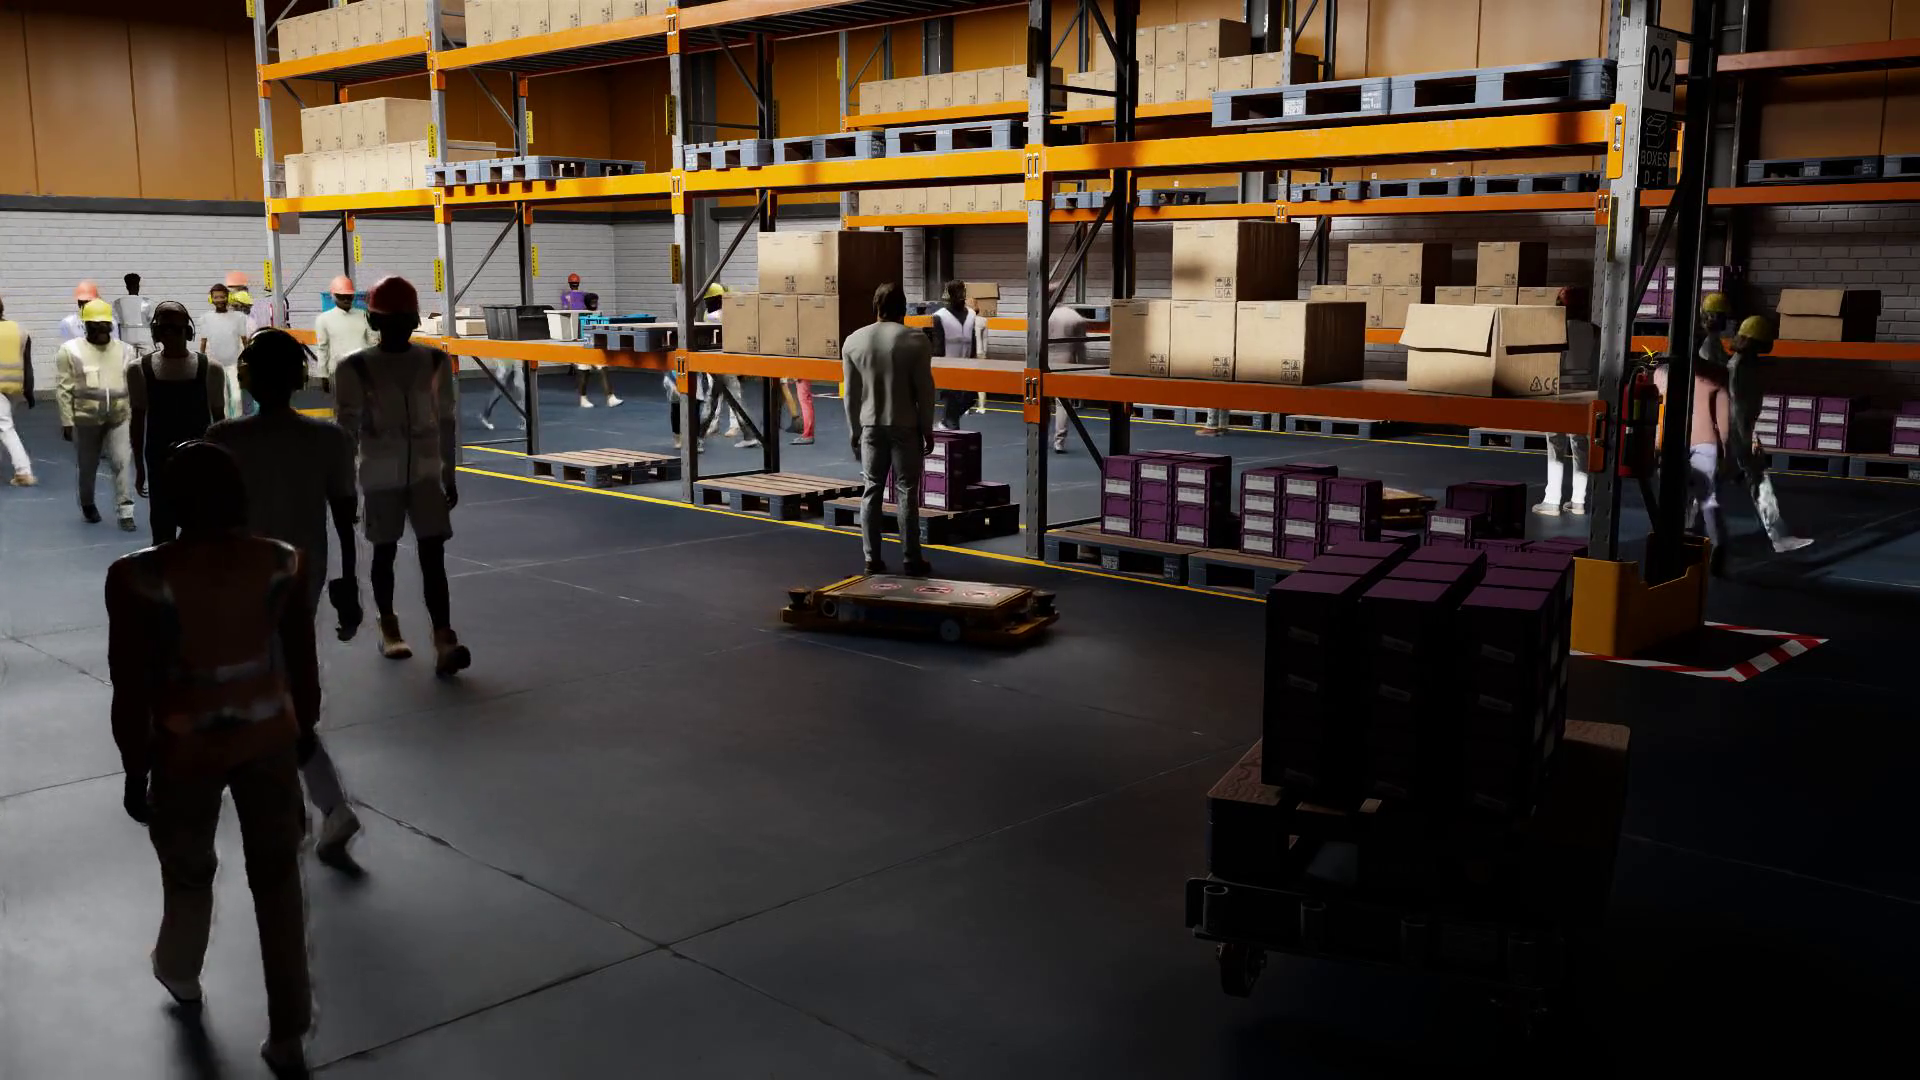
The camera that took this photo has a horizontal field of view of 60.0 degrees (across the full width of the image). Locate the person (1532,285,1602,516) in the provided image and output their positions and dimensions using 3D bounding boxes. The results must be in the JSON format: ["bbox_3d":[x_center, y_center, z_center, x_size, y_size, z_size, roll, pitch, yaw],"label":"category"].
[{"bbox_3d":[4.981,-1.138,13.664,0.572,1.887,0.356,-2,10,-15],"label":"person"}]

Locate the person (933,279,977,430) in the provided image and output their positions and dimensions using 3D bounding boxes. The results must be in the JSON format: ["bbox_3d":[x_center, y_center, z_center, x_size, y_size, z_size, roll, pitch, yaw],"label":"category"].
[{"bbox_3d":[-0.058,-1.974,18.729,0.613,1.905,0.487,-8,12,-41],"label":"person"}]

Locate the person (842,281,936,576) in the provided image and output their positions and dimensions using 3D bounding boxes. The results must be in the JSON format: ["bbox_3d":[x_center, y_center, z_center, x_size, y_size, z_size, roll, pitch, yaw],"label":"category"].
[{"bbox_3d":[-0.459,-0.725,10.970,0.627,1.941,0.370,3,10,16],"label":"person"}]

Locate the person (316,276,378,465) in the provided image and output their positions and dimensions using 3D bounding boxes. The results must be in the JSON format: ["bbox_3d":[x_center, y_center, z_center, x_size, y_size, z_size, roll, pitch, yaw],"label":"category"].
[{"bbox_3d":[-6.414,-1.782,17.403,0.612,1.964,0.954,-9,13,-43],"label":"person"}]

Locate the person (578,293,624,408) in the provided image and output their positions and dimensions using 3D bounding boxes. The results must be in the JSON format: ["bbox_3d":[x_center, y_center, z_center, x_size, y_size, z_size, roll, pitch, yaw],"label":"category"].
[{"bbox_3d":[-5.254,-2.728,24.066,0.798,1.659,0.555,7,11,35],"label":"person"}]

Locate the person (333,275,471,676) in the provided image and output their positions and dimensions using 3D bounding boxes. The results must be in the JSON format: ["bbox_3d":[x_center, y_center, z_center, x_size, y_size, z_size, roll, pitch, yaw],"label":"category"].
[{"bbox_3d":[-2.791,-0.319,8.331,0.638,1.982,1.055,-6,11,-33],"label":"person"}]

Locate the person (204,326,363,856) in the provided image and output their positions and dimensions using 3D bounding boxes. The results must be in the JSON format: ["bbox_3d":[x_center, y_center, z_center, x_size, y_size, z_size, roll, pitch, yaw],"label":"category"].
[{"bbox_3d":[-2.371,0.166,5.861,0.947,1.836,0.519,8,12,40],"label":"person"}]

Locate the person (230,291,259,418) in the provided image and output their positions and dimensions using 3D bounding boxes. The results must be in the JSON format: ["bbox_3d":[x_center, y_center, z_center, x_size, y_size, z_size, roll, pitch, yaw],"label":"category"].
[{"bbox_3d":[-8.606,-2.131,20.152,0.542,1.742,0.644,4,10,21],"label":"person"}]

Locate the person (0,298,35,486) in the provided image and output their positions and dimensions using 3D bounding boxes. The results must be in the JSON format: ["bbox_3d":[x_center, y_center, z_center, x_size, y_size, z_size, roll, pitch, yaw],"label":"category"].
[{"bbox_3d":[-9.015,-1.399,15.559,0.945,1.797,0.639,4,10,22],"label":"person"}]

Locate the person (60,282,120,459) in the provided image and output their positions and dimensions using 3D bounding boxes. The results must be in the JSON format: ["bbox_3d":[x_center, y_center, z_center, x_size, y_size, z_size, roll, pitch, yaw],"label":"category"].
[{"bbox_3d":[-9.063,-1.742,17.384,0.575,1.883,1.012,-4,10,-23],"label":"person"}]

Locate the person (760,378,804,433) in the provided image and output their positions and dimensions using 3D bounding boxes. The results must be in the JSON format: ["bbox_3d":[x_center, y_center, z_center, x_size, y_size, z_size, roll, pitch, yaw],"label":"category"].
[{"bbox_3d":[-2.219,-2.275,20.678,0.943,1.884,0.545,7,12,38],"label":"person"}]

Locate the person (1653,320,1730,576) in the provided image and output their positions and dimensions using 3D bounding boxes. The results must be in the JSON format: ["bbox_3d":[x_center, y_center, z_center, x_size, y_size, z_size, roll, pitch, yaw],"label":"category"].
[{"bbox_3d":[4.905,-0.640,11.114,0.540,1.727,0.810,0,9,2],"label":"person"}]

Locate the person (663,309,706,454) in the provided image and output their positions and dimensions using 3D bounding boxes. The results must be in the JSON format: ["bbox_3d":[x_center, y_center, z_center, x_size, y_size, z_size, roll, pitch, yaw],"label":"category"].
[{"bbox_3d":[-3.049,-1.795,18.427,0.539,1.660,0.852,-2,10,-14],"label":"person"}]

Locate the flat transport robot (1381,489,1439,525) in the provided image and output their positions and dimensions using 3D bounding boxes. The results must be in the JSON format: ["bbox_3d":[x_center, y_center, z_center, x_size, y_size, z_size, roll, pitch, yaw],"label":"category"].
[{"bbox_3d":[3.228,-0.318,13.573,0.652,0.197,1.431,-4,10,-21],"label":"flat transport robot"}]

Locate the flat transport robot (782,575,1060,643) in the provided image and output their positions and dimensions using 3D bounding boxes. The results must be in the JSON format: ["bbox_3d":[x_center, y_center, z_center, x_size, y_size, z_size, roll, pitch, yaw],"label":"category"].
[{"bbox_3d":[-0.219,0.371,9.350,1.431,0.197,0.652,4,10,23],"label":"flat transport robot"}]

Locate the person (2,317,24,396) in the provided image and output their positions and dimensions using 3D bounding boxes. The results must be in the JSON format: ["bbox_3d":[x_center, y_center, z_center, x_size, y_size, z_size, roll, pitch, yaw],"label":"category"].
[{"bbox_3d":[-9.713,-1.605,16.627,0.674,1.849,1.001,-3,10,-17],"label":"person"}]

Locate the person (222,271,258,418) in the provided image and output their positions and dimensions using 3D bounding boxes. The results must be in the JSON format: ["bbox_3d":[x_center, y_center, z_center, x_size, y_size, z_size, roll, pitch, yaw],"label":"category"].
[{"bbox_3d":[-8.820,-2.346,20.721,0.999,2.014,0.625,-3,10,-20],"label":"person"}]

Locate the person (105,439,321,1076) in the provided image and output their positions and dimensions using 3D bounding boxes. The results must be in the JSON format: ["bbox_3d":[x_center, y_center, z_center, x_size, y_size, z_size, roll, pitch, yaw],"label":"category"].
[{"bbox_3d":[-1.917,0.531,4.318,0.541,1.584,0.877,-8,12,-39],"label":"person"}]

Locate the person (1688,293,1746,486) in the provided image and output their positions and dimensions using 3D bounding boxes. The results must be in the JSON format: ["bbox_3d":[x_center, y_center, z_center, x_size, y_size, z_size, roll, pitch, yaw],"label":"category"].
[{"bbox_3d":[6.994,-1.367,15.345,0.889,1.792,0.629,4,10,25],"label":"person"}]

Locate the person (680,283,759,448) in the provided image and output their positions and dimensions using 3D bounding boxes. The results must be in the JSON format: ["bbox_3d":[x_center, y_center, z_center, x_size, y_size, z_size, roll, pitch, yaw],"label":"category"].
[{"bbox_3d":[-2.721,-1.965,18.835,1.025,1.869,0.595,3,10,16],"label":"person"}]

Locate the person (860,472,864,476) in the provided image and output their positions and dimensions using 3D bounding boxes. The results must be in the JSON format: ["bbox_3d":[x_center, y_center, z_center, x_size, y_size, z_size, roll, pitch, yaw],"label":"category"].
[{"bbox_3d":[-0.793,-1.434,16.230,0.523,1.638,0.311,-5,11,-30],"label":"person"}]

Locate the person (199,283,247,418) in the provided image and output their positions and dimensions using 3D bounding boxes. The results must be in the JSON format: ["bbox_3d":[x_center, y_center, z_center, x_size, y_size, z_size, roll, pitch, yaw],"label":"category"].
[{"bbox_3d":[-8.224,-1.930,18.608,0.554,1.852,0.643,-3,10,-16],"label":"person"}]

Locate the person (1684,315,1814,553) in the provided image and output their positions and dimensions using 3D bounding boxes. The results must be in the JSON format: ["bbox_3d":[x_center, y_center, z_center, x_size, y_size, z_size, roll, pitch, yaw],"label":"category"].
[{"bbox_3d":[5.592,-0.728,11.729,0.508,1.682,0.891,-9,13,-44],"label":"person"}]

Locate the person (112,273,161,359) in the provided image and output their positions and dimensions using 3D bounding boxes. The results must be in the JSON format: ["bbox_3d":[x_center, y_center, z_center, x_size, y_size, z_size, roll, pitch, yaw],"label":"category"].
[{"bbox_3d":[-11.865,-2.864,24.000,0.606,1.966,0.367,-2,9,-11],"label":"person"}]

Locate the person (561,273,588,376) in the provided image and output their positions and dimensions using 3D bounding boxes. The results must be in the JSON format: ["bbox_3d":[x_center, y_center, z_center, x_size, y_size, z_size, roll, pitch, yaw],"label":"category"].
[{"bbox_3d":[-7.281,-4.072,31.498,0.553,1.934,0.364,-5,11,-29],"label":"person"}]

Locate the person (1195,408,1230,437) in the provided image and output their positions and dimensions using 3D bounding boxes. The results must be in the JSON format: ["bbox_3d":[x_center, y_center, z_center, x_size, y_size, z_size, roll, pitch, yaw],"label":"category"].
[{"bbox_3d":[3.082,-2.215,20.111,0.356,1.936,0.635,8,13,42],"label":"person"}]

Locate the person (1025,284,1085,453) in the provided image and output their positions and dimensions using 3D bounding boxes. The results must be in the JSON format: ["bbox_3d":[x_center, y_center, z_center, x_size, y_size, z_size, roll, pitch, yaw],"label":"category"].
[{"bbox_3d":[1.047,-1.920,18.559,0.679,1.837,1.031,0,9,-3],"label":"person"}]

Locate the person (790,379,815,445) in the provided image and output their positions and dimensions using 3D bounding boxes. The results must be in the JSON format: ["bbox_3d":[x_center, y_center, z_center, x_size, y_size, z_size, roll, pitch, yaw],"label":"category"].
[{"bbox_3d":[-1.853,-1.982,19.236,0.335,1.762,0.520,0,9,-1],"label":"person"}]

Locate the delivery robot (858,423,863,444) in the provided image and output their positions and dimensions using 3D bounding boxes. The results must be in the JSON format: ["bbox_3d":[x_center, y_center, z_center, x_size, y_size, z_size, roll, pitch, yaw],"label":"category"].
[{"bbox_3d":[-0.787,-1.129,17.390,0.477,0.478,0.707,-7,11,-35],"label":"delivery robot"}]

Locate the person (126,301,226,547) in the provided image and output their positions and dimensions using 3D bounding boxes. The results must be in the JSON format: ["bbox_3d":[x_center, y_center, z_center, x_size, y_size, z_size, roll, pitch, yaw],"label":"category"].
[{"bbox_3d":[-4.364,-0.413,9.340,0.506,1.846,0.348,-4,10,-24],"label":"person"}]

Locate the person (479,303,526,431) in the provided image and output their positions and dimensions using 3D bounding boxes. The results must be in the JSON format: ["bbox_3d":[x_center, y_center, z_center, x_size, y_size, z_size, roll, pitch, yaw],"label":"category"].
[{"bbox_3d":[-5.695,-2.165,20.825,0.802,1.600,0.490,6,11,31],"label":"person"}]

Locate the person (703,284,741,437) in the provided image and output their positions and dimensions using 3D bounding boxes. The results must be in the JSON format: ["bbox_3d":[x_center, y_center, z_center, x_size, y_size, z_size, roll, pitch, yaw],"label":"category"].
[{"bbox_3d":[-2.873,-2.165,20.119,0.621,1.838,0.429,5,10,28],"label":"person"}]

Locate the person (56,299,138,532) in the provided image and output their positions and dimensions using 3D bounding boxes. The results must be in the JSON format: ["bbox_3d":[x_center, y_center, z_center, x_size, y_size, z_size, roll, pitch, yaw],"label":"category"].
[{"bbox_3d":[-6.731,-0.987,13.014,0.595,1.805,0.873,-8,12,-39],"label":"person"}]

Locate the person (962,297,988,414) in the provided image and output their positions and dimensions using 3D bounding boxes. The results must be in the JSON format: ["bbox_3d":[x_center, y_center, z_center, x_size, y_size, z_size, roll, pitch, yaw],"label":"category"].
[{"bbox_3d":[0.159,-2.567,23.223,0.501,1.629,0.272,-4,10,-23],"label":"person"}]
